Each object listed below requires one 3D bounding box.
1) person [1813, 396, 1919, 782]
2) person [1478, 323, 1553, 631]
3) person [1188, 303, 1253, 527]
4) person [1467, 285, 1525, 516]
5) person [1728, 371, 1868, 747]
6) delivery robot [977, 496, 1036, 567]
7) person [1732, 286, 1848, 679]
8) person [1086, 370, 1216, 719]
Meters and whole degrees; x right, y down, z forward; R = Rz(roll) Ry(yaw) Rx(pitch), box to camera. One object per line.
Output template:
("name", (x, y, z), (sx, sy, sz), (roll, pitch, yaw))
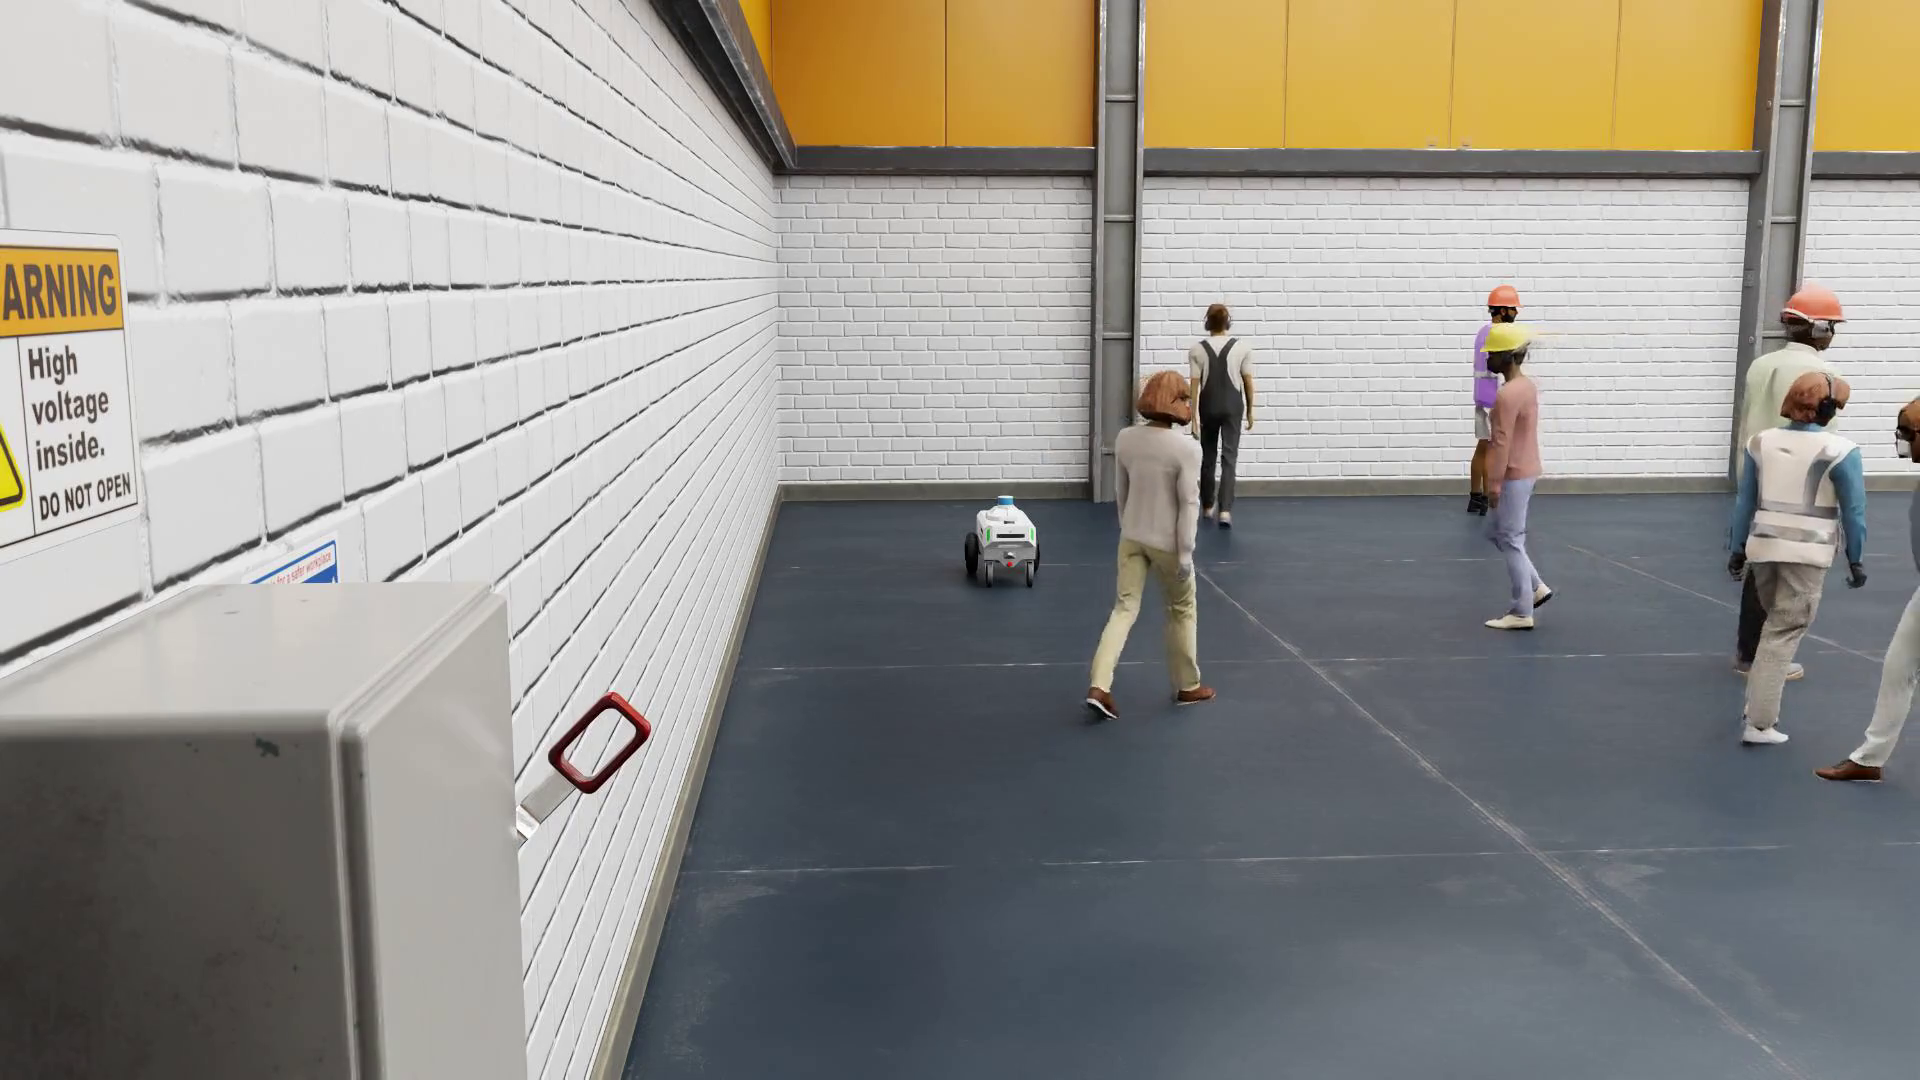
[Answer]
("person", (3.913, 0.222, 6.460), (0.900, 1.571, 0.507), (2, 9, 12))
("person", (3.145, -0.358, 9.485), (0.427, 1.748, 0.568), (5, 11, 31))
("person", (2.114, -1.019, 13.525), (0.525, 1.808, 0.929), (2, 9, 14))
("person", (4.522, -1.166, 14.004), (0.367, 1.935, 0.552), (-1, 9, -4))
("person", (3.598, 0.085, 7.159), (0.582, 1.614, 0.521), (-5, 10, -28))
("delivery robot", (0.302, -0.051, 11.037), (0.477, 0.478, 0.707), (-1, 9, -4))
("person", (4.166, -0.280, 8.382), (0.545, 1.967, 0.632), (-2, 9, -11))
("person", (0.869, 0.018, 7.626), (0.504, 1.598, 0.818), (8, 12, 40))
